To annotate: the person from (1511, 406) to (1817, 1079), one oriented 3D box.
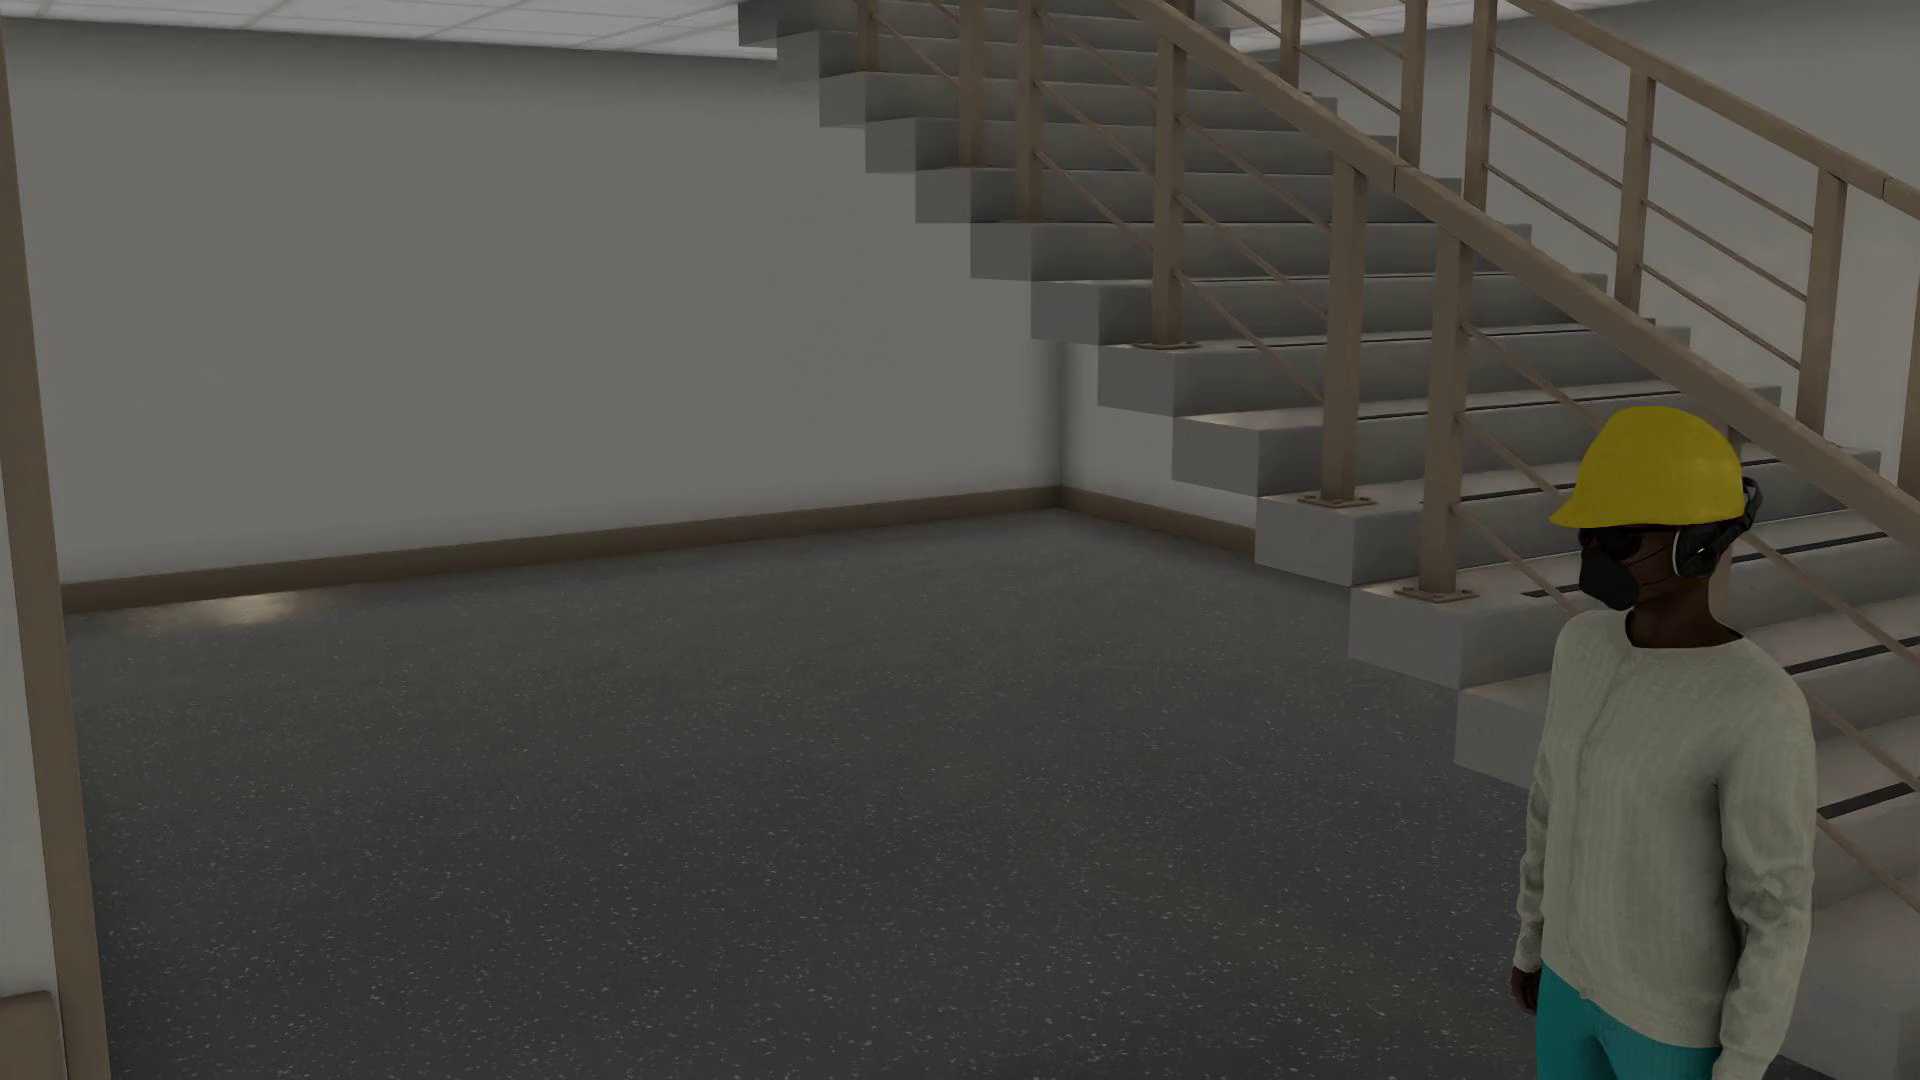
[{"bbox_3d":[0.993,0.683,2.481,0.316,1.767,0.535,-3,11,-15],"label":"person"}]
